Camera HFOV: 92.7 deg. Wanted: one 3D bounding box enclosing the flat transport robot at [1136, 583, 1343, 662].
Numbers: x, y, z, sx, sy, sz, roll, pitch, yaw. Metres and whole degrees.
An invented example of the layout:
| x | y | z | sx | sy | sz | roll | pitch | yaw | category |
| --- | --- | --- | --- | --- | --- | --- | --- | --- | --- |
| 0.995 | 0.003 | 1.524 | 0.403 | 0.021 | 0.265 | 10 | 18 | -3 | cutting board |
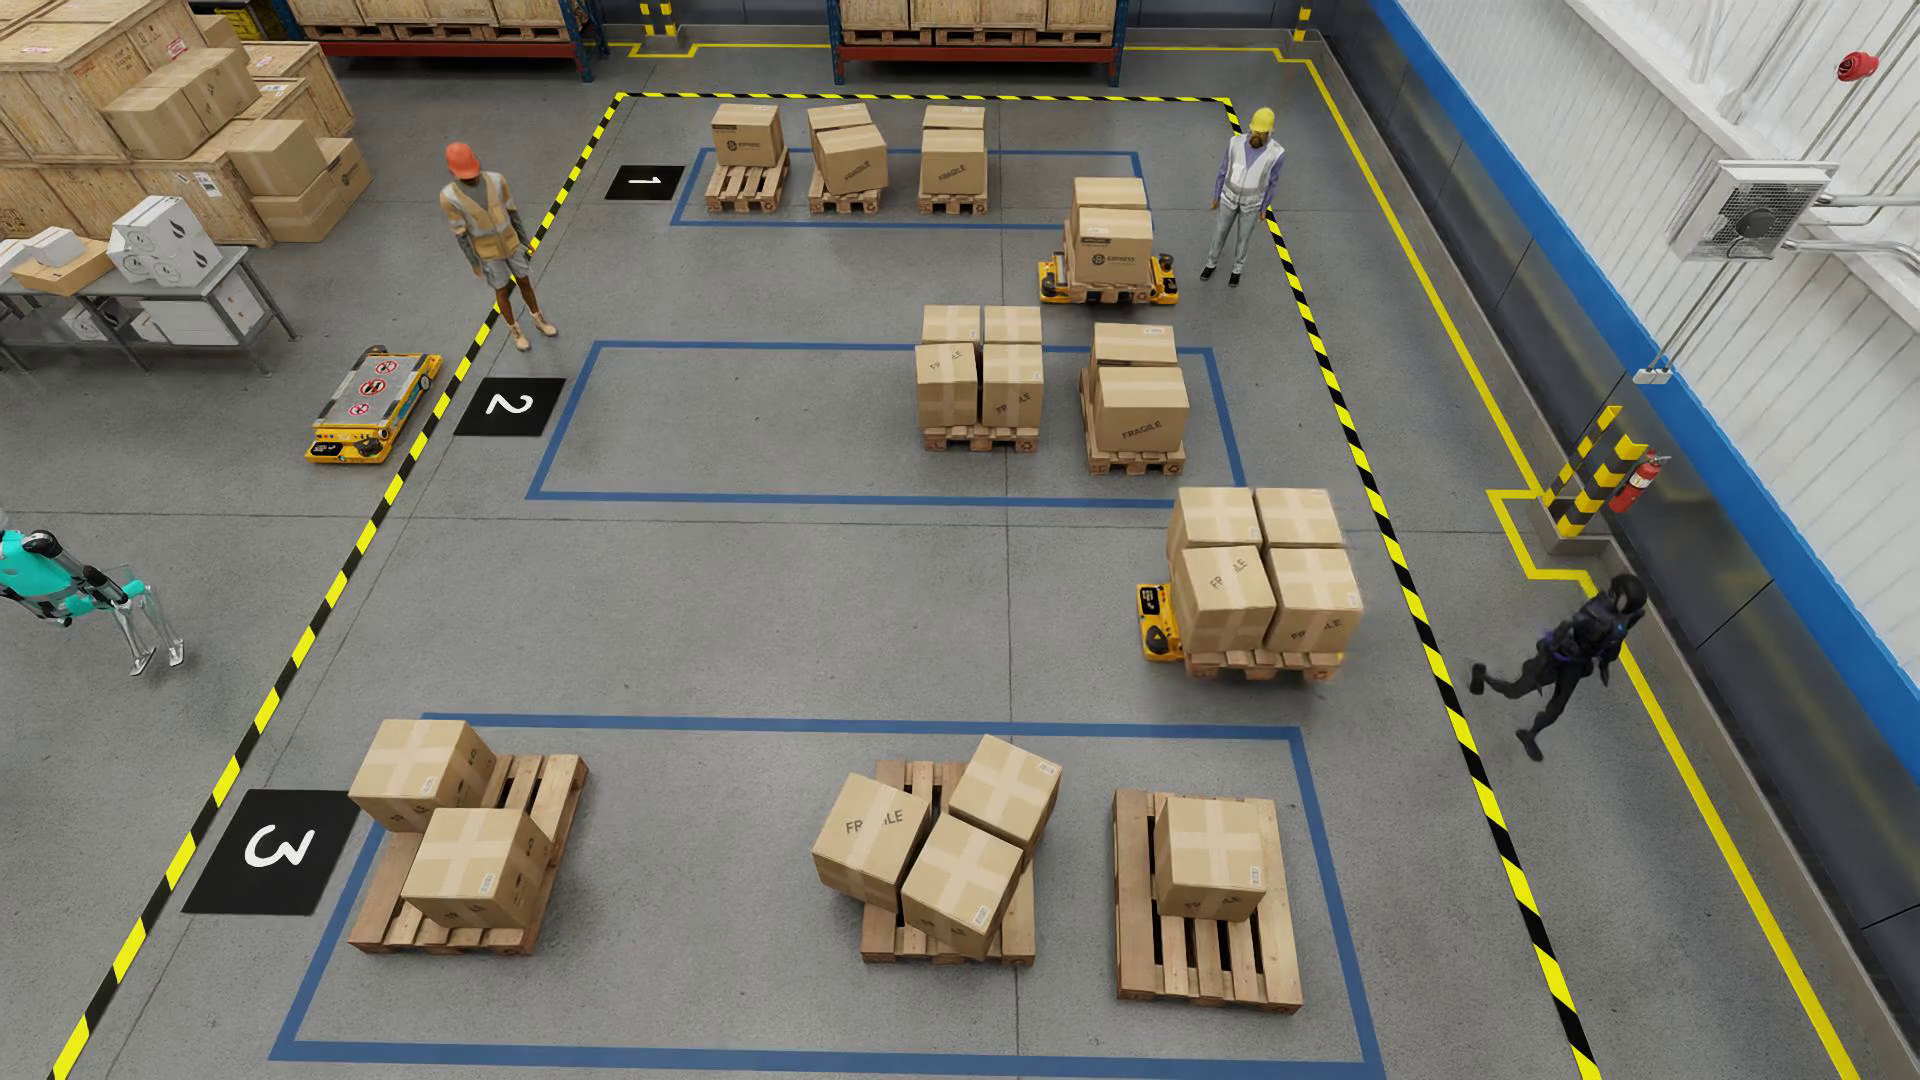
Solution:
| x | y | z | sx | sy | sz | roll | pitch | yaw | category |
| --- | --- | --- | --- | --- | --- | --- | --- | --- | --- |
| 2.076 | 0.585 | 6.854 | 1.431 | 0.197 | 0.652 | 1 | 50 | 1 | flat transport robot |

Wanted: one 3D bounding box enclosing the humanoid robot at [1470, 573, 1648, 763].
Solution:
| x | y | z | sx | sy | sz | roll | pitch | yaw | category |
| --- | --- | --- | --- | --- | --- | --- | --- | --- | --- |
| 3.841 | 0.727 | 5.845 | 0.599 | 1.637 | 0.689 | -8 | 50 | -6 | humanoid robot |

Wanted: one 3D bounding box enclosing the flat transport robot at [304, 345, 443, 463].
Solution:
| x | y | z | sx | sy | sz | roll | pitch | yaw | category |
| --- | --- | --- | --- | --- | --- | --- | --- | --- | --- |
| -5.383 | -1.269 | 8.441 | 0.659 | 0.231 | 1.431 | 1 | 50 | 1 | flat transport robot |

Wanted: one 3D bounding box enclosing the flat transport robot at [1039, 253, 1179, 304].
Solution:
| x | y | z | sx | sy | sz | roll | pitch | yaw | category |
| --- | --- | --- | --- | --- | --- | --- | --- | --- | --- |
| 1.564 | -2.781 | 9.702 | 1.431 | 0.197 | 0.652 | 1 | 50 | 1 | flat transport robot |

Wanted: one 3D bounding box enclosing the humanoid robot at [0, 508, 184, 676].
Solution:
| x | y | z | sx | sy | sz | roll | pitch | yaw | category |
| --- | --- | --- | --- | --- | --- | --- | --- | --- | --- |
| -5.825 | 0.257 | 6.102 | 0.533 | 1.673 | 0.735 | -12 | 51 | -10 | humanoid robot |

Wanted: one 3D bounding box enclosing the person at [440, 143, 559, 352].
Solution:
| x | y | z | sx | sy | sz | roll | pitch | yaw | category |
| --- | --- | --- | --- | --- | --- | --- | --- | --- | --- |
| -4.257 | -2.693 | 8.493 | 0.405 | 2.030 | 0.608 | 37 | 59 | 27 | person |

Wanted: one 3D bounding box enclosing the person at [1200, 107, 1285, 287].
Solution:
| x | y | z | sx | sy | sz | roll | pitch | yaw | category |
| --- | --- | --- | --- | --- | --- | --- | --- | --- | --- |
| 2.841 | -3.432 | 9.243 | 0.589 | 1.837 | 0.404 | 19 | 52 | 16 | person |
